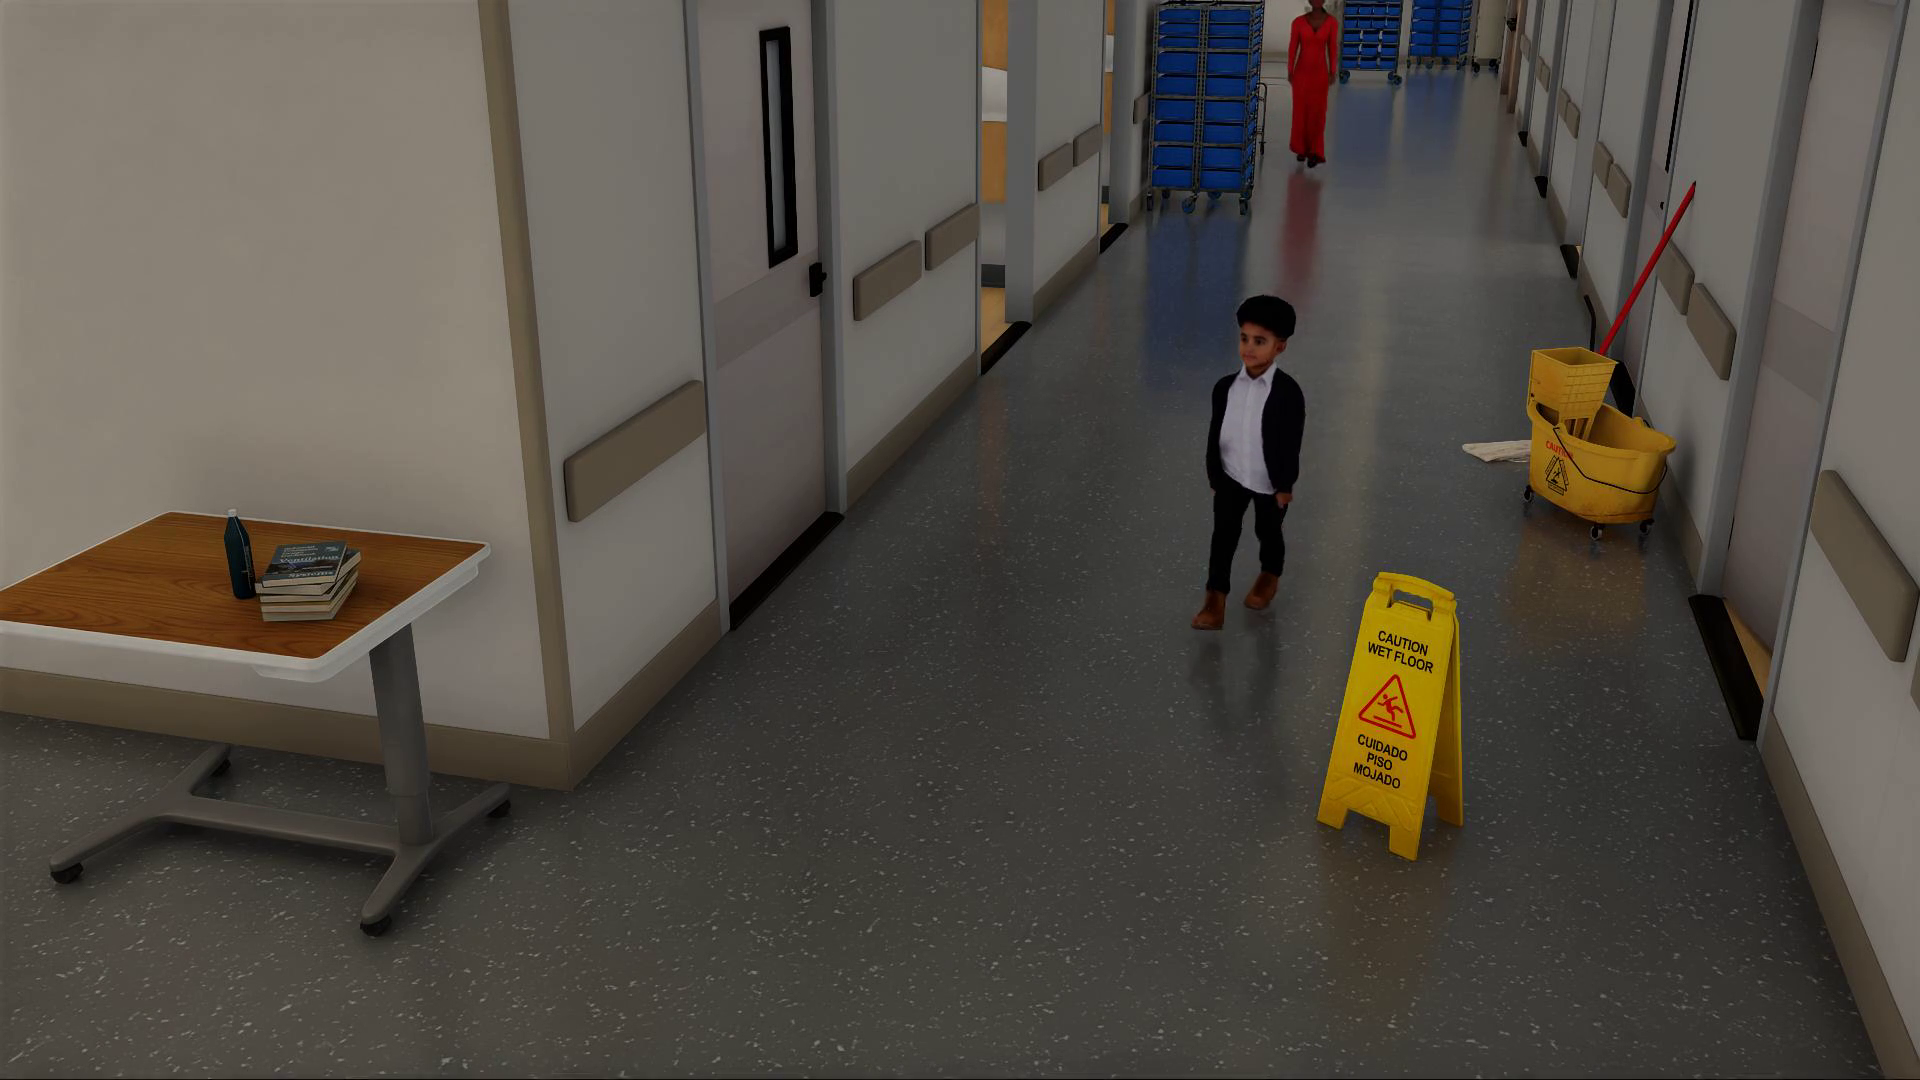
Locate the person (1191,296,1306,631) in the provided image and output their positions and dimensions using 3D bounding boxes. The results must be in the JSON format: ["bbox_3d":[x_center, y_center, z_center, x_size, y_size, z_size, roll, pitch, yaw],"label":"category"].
[{"bbox_3d":[1.083,-0.274,5.991,0.660,1.195,0.896,12,24,29],"label":"person"}]

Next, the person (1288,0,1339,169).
[{"bbox_3d":[3.522,-4.620,16.710,0.674,1.731,1.160,4,21,11],"label":"person"}]
